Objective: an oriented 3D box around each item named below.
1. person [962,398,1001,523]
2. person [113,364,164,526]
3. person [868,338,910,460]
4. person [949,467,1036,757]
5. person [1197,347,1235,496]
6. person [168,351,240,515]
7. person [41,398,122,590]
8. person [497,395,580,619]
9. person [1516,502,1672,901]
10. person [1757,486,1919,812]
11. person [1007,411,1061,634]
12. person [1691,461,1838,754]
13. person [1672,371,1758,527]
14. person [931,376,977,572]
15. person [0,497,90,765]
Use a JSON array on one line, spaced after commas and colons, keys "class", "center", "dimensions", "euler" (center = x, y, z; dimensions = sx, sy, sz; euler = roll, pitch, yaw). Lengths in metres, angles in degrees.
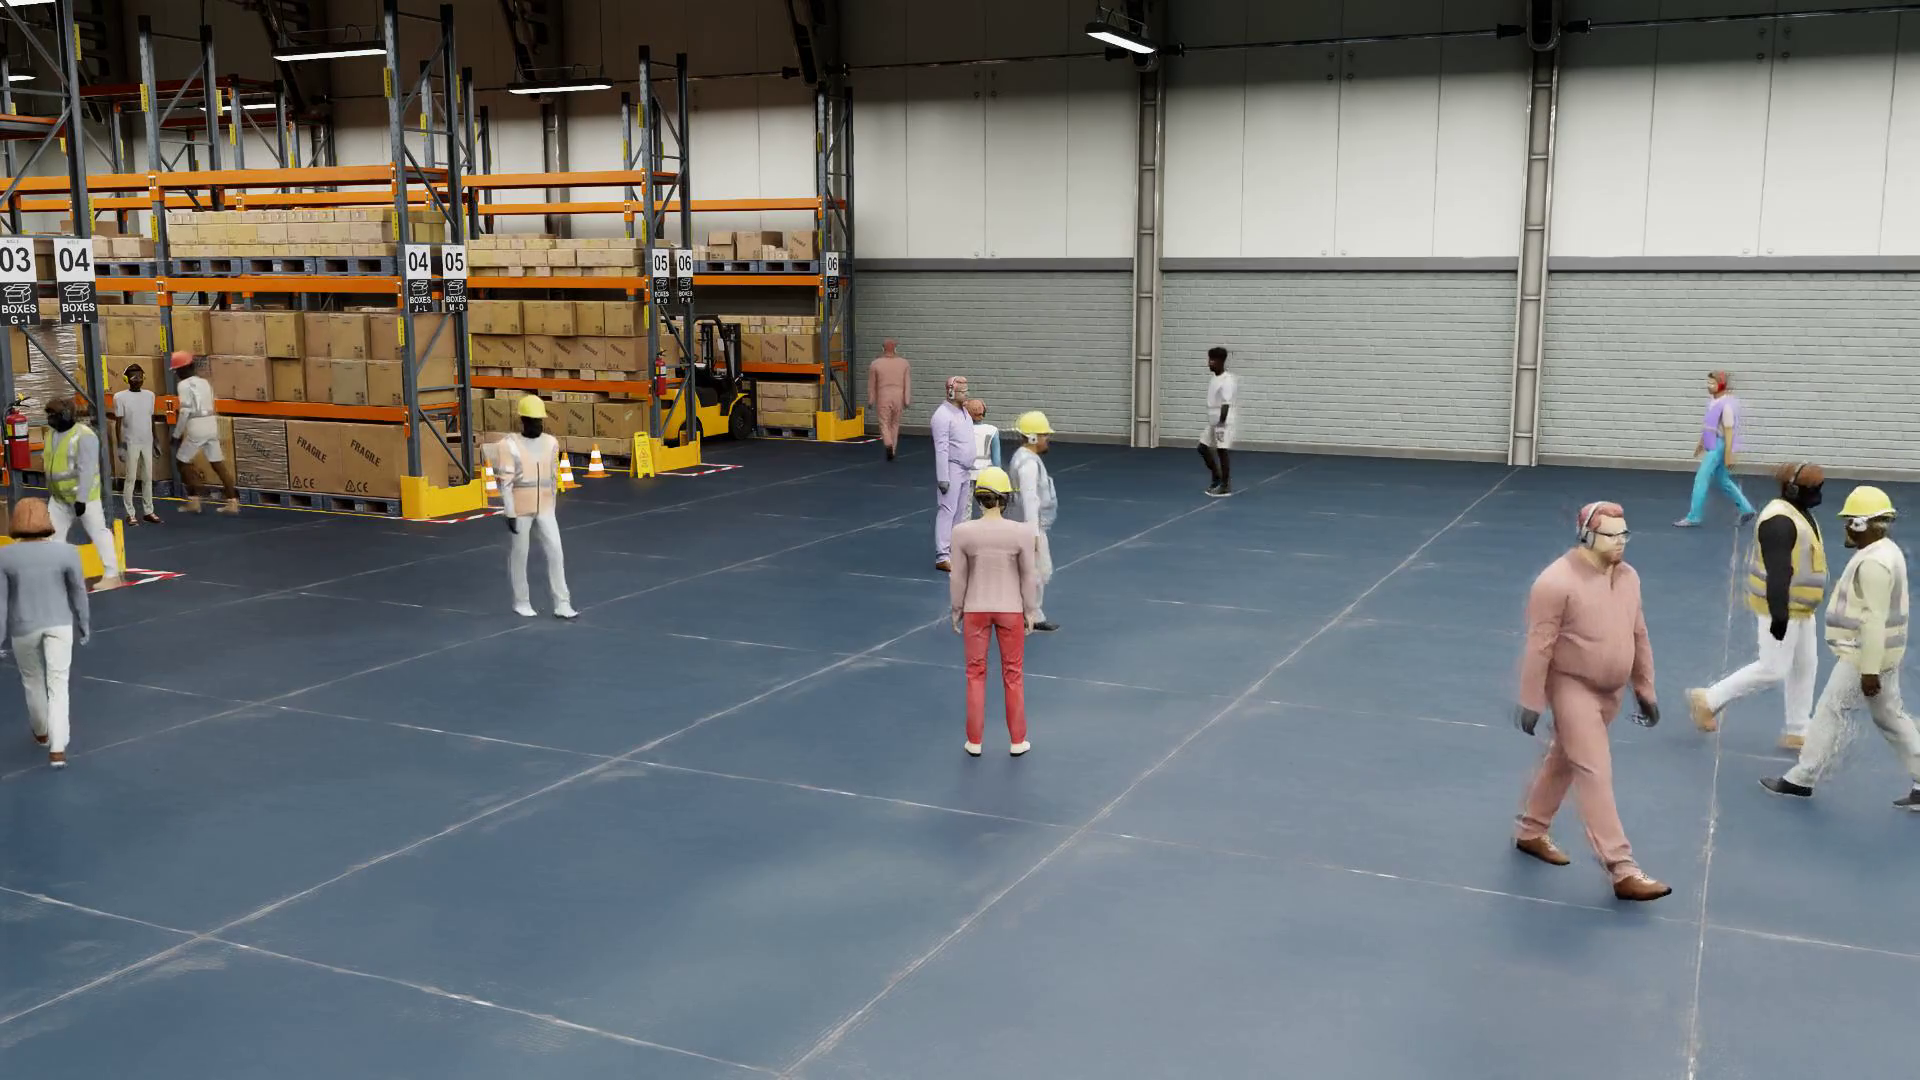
[{"class": "person", "center": [0.160, -0.618, 16.924], "dimensions": [0.515, 1.641, 0.308], "euler": [1, 9, 5]}, {"class": "person", "center": [-9.468, -1.099, 19.179], "dimensions": [0.309, 1.868, 0.535], "euler": [6, 11, 32]}, {"class": "person", "center": [-1.088, -2.171, 25.722], "dimensions": [0.650, 1.883, 0.822], "euler": [-2, 10, -14]}, {"class": "person", "center": [0.198, 0.439, 10.071], "dimensions": [0.526, 1.765, 0.329], "euler": [1, 9, 5]}, {"class": "person", "center": [3.309, -1.525, 21.524], "dimensions": [0.465, 1.949, 0.645], "euler": [-2, 9, -11]}, {"class": "person", "center": [-9.073, -1.254, 19.789], "dimensions": [0.846, 1.973, 0.631], "euler": [1, 9, 8]}, {"class": "person", "center": [-8.072, -0.383, 15.016], "dimensions": [0.652, 1.785, 0.979], "euler": [4, 10, 22]}, {"class": "person", "center": [-3.534, -0.254, 13.921], "dimensions": [0.598, 1.894, 0.863], "euler": [-8, 12, -41]}, {"class": "person", "center": [3.051, 0.738, 7.946], "dimensions": [0.671, 1.850, 0.984], "euler": [-6, 11, -31]}, {"class": "person", "center": [4.980, 0.599, 9.069], "dimensions": [0.935, 1.781, 0.621], "euler": [6, 11, 33]}, {"class": "person", "center": [0.549, -0.125, 13.339], "dimensions": [0.489, 1.821, 0.611], "euler": [0, 9, 0]}, {"class": "person", "center": [4.956, 0.400, 10.153], "dimensions": [0.751, 1.812, 0.640], "euler": [7, 12, 37]}, {"class": "person", "center": [8.681, -1.030, 18.952], "dimensions": [0.920, 1.810, 0.581], "euler": [2, 9, 10]}, {"class": "person", "center": [-0.033, -0.650, 16.312], "dimensions": [0.402, 1.906, 0.652], "euler": [4, 10, 22]}, {"class": "person", "center": [-5.524, 0.534, 10.005], "dimensions": [0.521, 1.586, 0.876], "euler": [-5, 11, -29]}]
